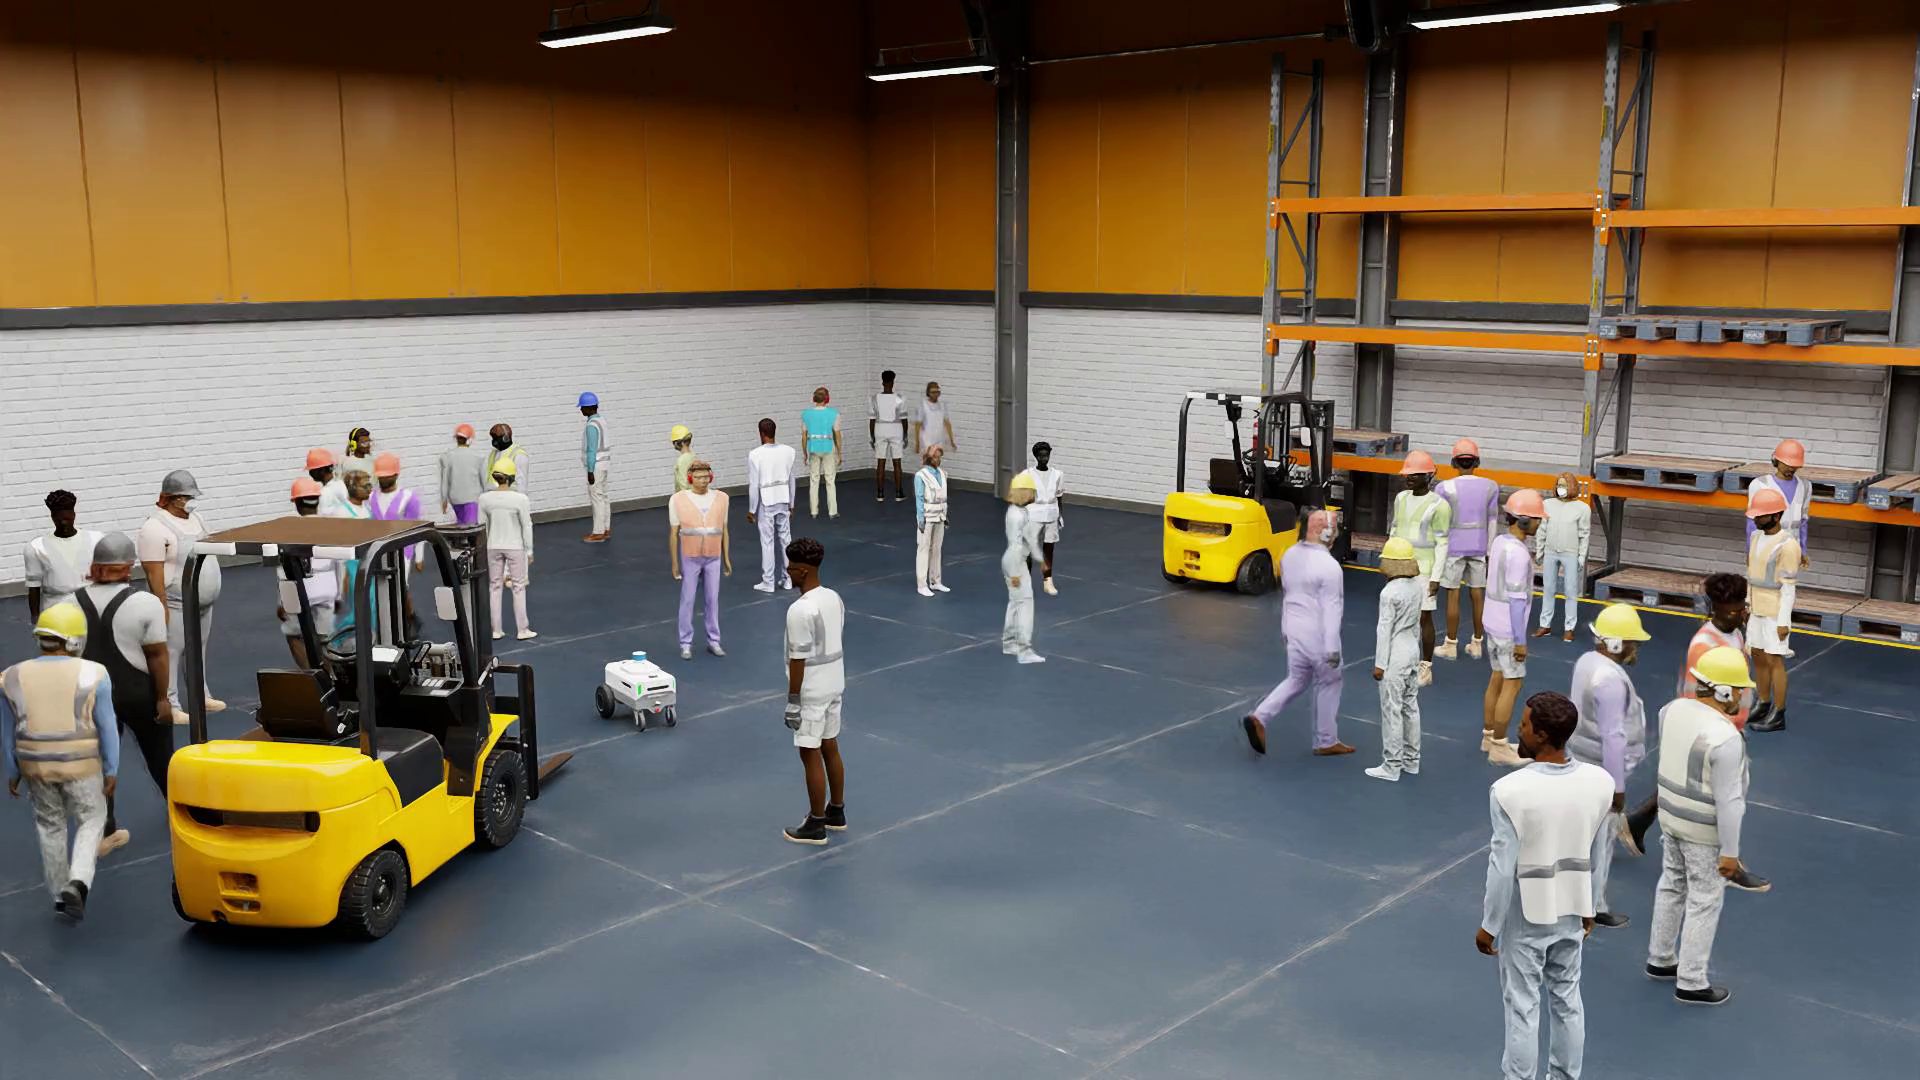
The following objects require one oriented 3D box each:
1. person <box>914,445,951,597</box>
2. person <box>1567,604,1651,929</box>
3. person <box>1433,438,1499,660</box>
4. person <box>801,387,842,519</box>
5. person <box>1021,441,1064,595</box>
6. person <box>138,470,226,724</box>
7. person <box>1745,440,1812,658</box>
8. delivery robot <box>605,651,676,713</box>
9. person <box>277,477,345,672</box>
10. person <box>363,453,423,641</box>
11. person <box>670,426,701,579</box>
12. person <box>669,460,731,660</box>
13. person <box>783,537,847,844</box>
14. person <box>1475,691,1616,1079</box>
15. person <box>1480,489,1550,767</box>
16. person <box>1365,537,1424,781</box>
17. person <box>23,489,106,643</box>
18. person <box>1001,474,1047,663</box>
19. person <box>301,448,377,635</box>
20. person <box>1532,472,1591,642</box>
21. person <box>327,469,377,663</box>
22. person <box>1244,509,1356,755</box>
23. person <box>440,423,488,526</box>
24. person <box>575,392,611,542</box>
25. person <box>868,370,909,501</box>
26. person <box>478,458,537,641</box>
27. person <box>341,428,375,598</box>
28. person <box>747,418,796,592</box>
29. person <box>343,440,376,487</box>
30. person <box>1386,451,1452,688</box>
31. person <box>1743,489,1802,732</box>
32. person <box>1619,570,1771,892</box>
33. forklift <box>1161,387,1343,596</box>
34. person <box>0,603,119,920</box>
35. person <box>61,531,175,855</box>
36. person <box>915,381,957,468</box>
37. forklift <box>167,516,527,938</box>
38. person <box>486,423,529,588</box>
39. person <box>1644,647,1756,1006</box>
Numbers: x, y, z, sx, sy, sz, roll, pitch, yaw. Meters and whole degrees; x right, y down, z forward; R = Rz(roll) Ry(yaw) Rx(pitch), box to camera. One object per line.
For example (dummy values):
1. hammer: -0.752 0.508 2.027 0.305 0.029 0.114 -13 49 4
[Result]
1. person: -0.307 -0.219 18.125 0.307 1.643 0.514 7 12 35
2. person: 3.600 1.251 9.292 0.403 1.820 0.622 1 10 6
3. person: 4.603 0.088 15.254 0.606 2.039 0.395 -1 10 -8
4. person: -1.924 -1.199 23.123 0.564 1.846 0.390 1 10 7
5. person: 0.881 -0.229 18.028 0.540 1.695 0.317 -4 11 -19
6. person: -6.172 0.433 13.281 0.536 2.000 0.684 2 10 10
7. person: 7.528 0.085 15.286 0.605 2.033 0.392 -1 10 -8
8. delivery robot: -2.548 1.133 13.253 0.477 0.478 0.707 -7 12 -34
9. person: -5.305 0.444 13.570 0.594 1.912 0.444 -9 13 -42
10. person: -5.295 0.104 15.623 0.548 1.895 1.006 1 10 8
11. person: -3.143 -0.429 18.997 0.333 1.758 0.533 1 10 7
12. person: -2.396 0.174 15.319 0.570 1.840 0.373 -5 11 -26
13. person: -0.932 0.950 10.594 0.386 1.958 0.599 3 11 19
14. person: 2.480 1.581 7.083 0.593 1.922 0.392 -4 11 -20
15. person: 4.038 0.637 12.144 0.423 2.035 0.614 1 10 4
16. person: 3.103 0.838 11.849 0.338 1.733 0.480 9 13 42
17. person: -6.799 0.571 12.760 0.613 1.952 0.391 -7 12 -34
18. person: 0.593 0.251 15.232 0.410 1.719 0.501 -1 10 -5
19. person: -5.935 0.030 16.136 1.016 1.870 0.539 -2 10 -10
20. person: 5.793 0.155 16.019 0.500 1.633 0.282 8 13 39
21. person: -5.369 0.280 14.749 0.527 1.833 0.539 2 10 11
22. person: 2.539 0.702 12.263 0.791 1.871 0.650 -4 11 -23
23. person: -5.839 -0.506 19.568 0.571 1.725 0.757 1 10 4
24. person: -4.700 -0.938 21.386 0.417 1.939 0.605 0 10 0
25. person: -1.061 -1.557 24.819 0.604 1.966 0.367 1 10 4
26. person: -4.358 0.092 16.004 0.528 1.767 0.330 1 10 7
27. person: -6.418 -0.284 17.882 0.323 1.863 0.509 3 10 14
28. person: -2.062 -0.383 18.291 0.587 1.914 0.393 -8 12 -37
29. person: -6.972 -0.395 19.196 0.525 1.602 0.688 5 11 25
30. person: 3.916 0.247 14.330 0.370 2.044 0.608 -6 12 -32
31. person: 6.281 0.548 12.992 0.420 1.920 0.543 -1 10 -5
32. person: 4.372 1.098 9.814 0.811 1.928 0.663 6 12 32
33. forklift: 3.298 -0.608 18.767 1.214 2.155 2.313 9 13 42
34. person: -5.001 1.263 9.237 0.609 1.810 0.560 -2 10 -14
35. person: -5.303 0.900 10.618 0.702 2.000 0.984 0 10 0
36. person: -0.352 -1.420 24.475 0.540 1.820 0.629 -8 13 -38
37. forklift: -3.583 0.976 9.748 1.214 2.155 2.313 2 10 11
38. person: -5.063 -0.394 18.604 0.636 1.830 0.429 8 13 40
39. person: 3.700 1.418 8.304 0.403 1.818 0.605 -1 10 -8
